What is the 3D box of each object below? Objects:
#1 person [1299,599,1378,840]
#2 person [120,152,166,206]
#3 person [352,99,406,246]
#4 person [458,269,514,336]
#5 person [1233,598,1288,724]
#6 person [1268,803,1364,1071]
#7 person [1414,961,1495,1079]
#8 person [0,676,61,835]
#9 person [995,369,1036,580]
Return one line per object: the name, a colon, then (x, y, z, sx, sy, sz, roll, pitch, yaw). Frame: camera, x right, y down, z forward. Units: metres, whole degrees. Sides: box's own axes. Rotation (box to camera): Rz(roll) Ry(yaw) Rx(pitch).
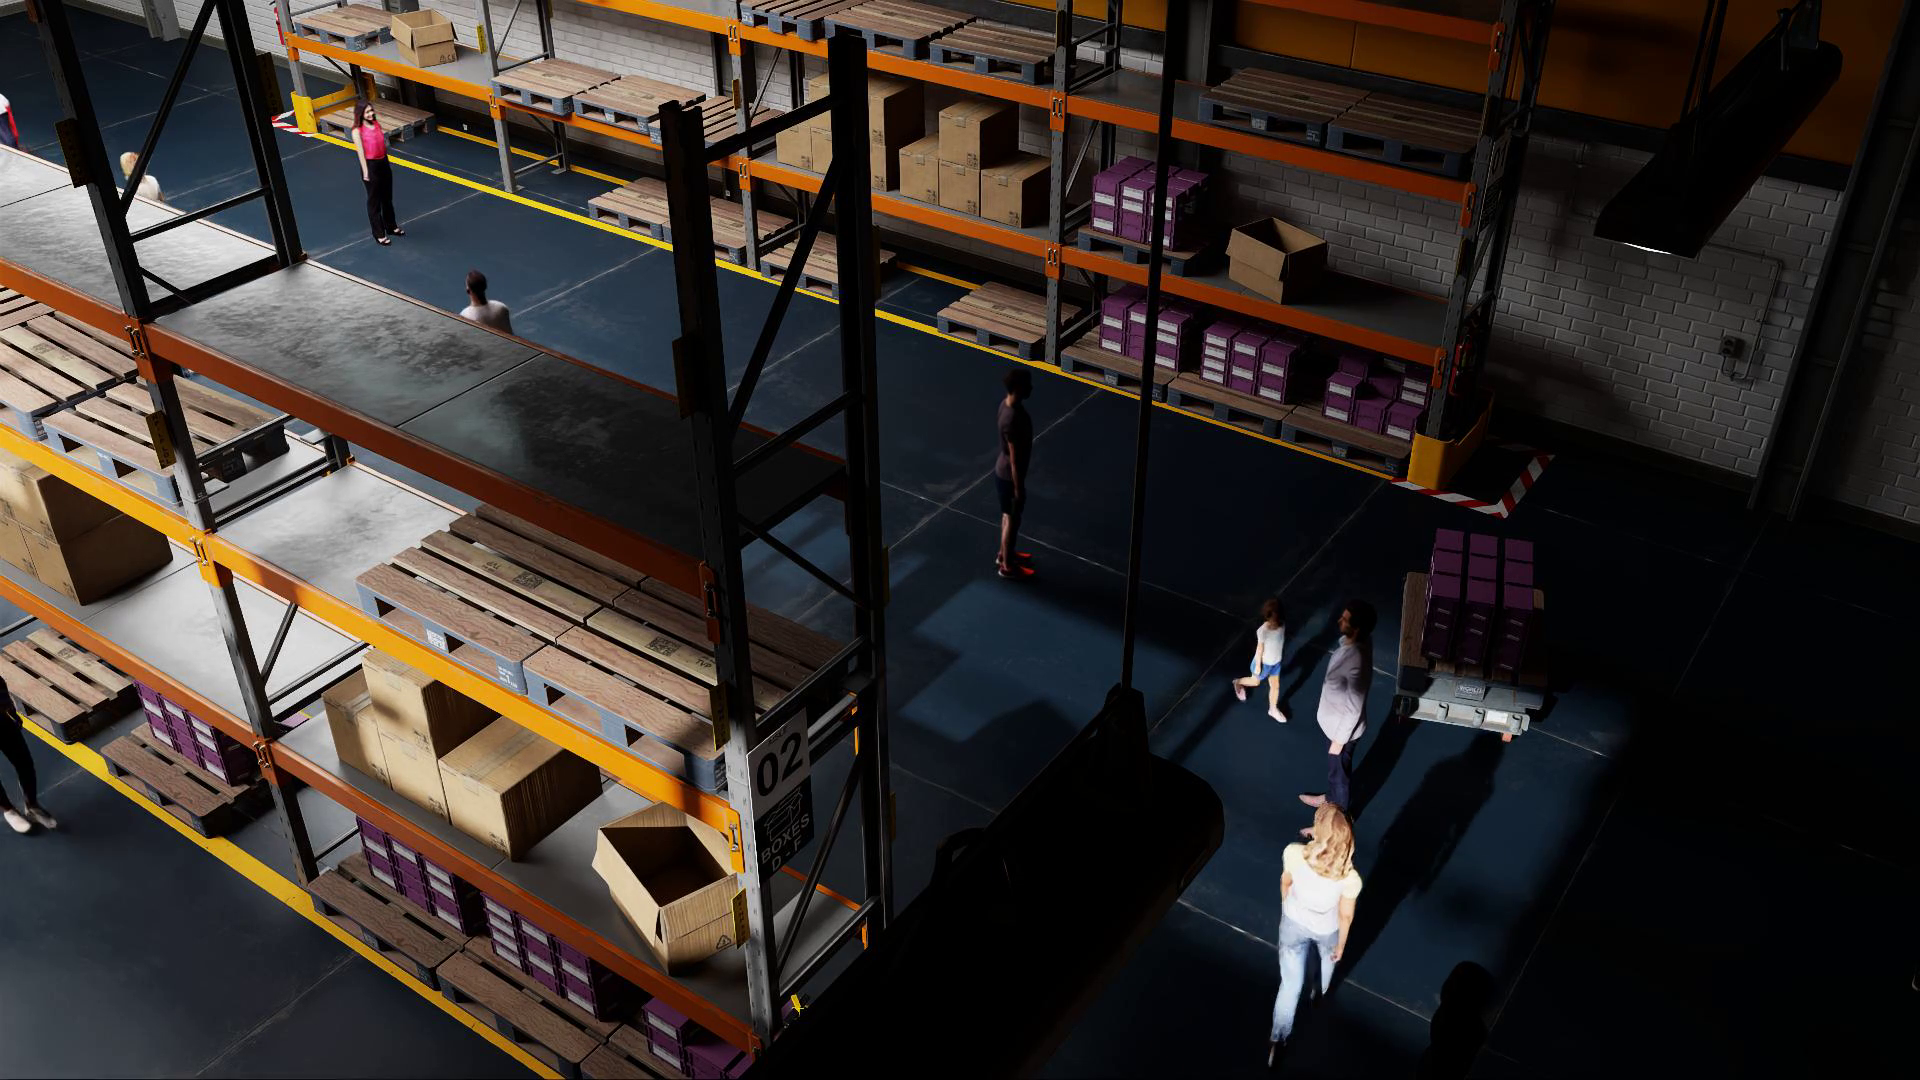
person: (2.500, 1.155, 10.818, 0.728, 1.853, 0.759, 6, 34, 10)
person: (-8.282, -3.145, 17.346, 1.144, 1.788, 0.946, 2, 34, 4)
person: (-6.707, -4.247, 19.120, 0.589, 1.660, 0.630, 12, 35, 17)
person: (-4.169, -1.520, 14.873, 0.774, 1.819, 0.951, -28, 43, -35)
person: (2.202, 0.831, 12.071, 0.575, 1.006, 0.762, -21, 39, -28)
person: (1.937, 2.241, 9.341, 1.135, 1.680, 0.858, 13, 36, 19)
person: (2.475, 2.765, 8.587, 0.482, 1.641, 0.558, 21, 39, 28)
person: (-6.422, 1.221, 10.865, 0.616, 1.691, 0.631, 20, 39, 28)
person: (0.414, -0.536, 13.361, 0.756, 1.855, 0.737, 1, 34, 2)
